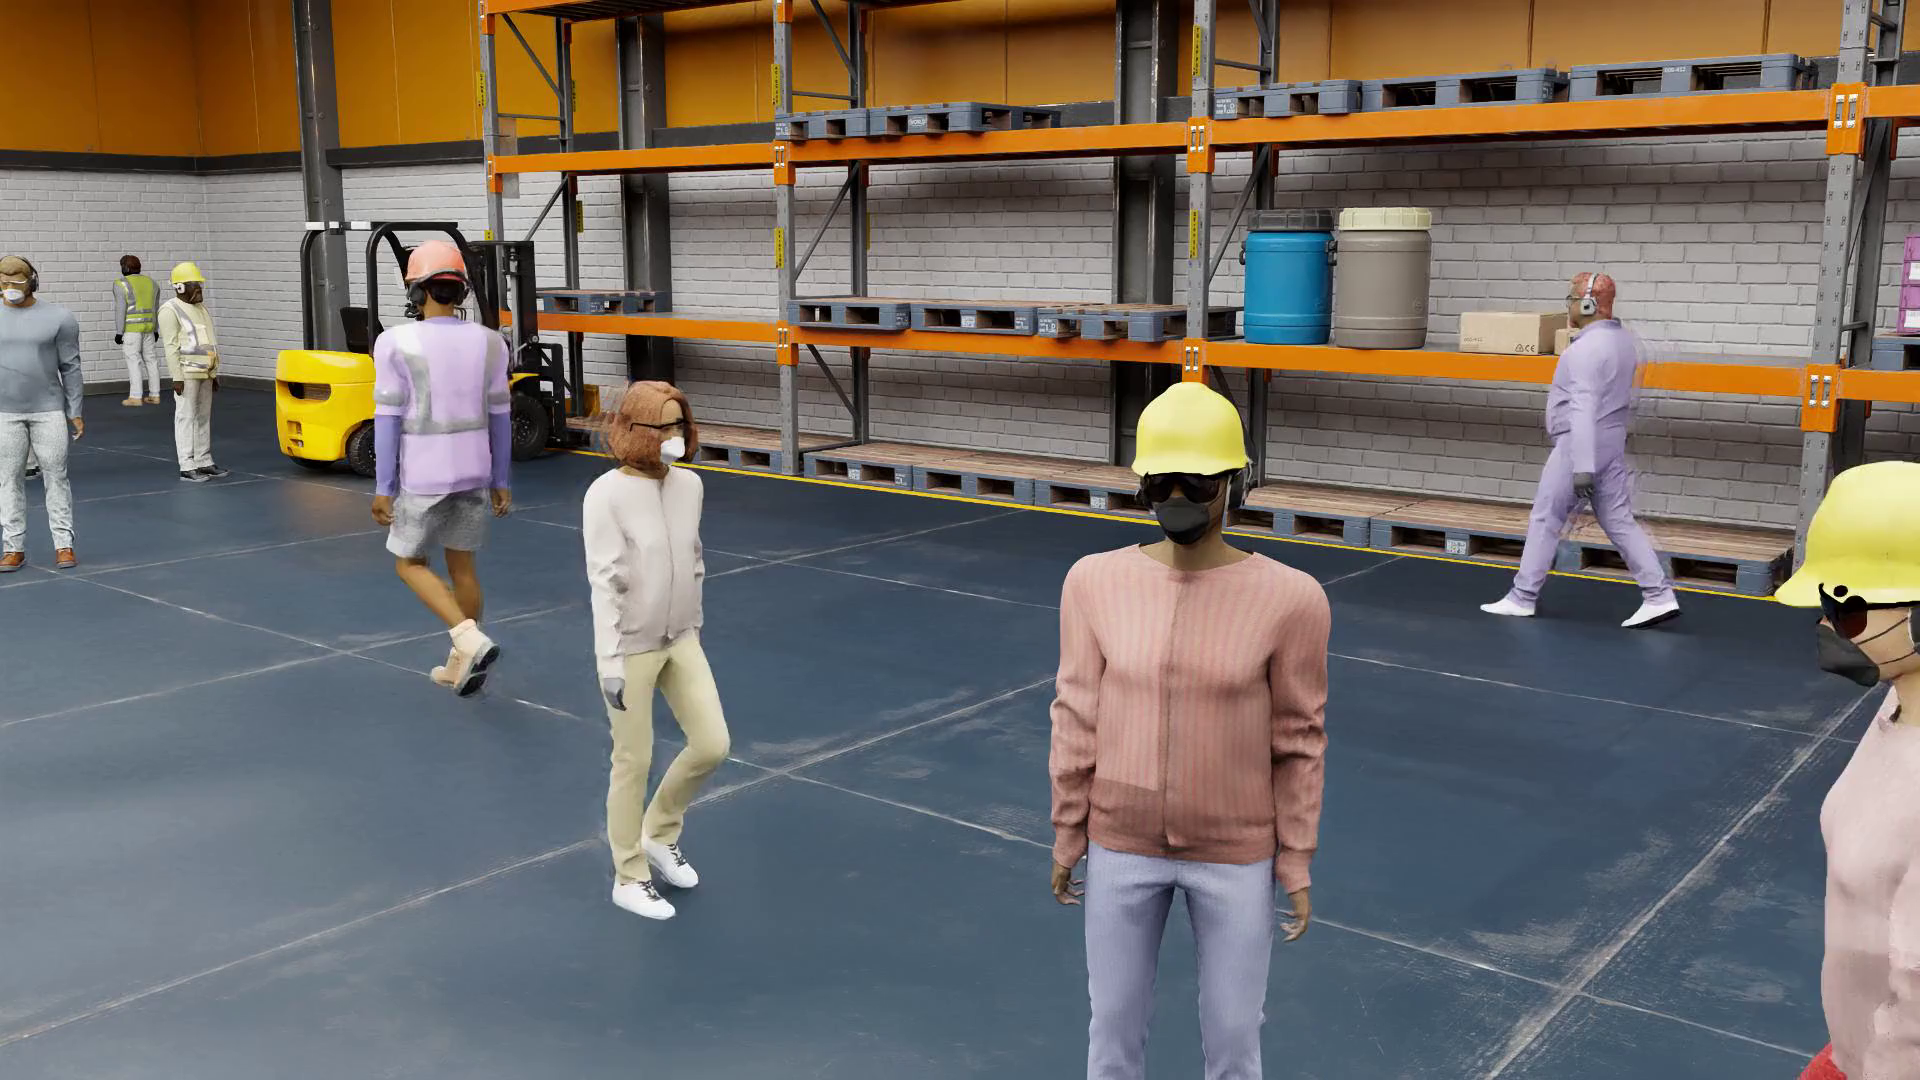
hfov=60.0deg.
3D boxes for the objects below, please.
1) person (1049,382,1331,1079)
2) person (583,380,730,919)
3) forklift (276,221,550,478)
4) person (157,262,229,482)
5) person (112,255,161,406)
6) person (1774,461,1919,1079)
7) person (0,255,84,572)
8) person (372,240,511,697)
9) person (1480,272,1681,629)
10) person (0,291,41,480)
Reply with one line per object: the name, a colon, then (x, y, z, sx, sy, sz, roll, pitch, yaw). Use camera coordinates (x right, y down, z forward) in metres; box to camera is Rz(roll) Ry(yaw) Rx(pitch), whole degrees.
person: (0.419, 0.585, 3.150, 0.522, 1.769, 0.312, 3, 11, 16)
person: (-0.907, 0.336, 4.951, 0.366, 1.621, 0.508, 7, 13, 36)
forklift: (-4.922, -1.741, 14.854, 1.214, 2.155, 2.313, 8, 13, 38)
person: (-6.466, -1.416, 14.045, 0.404, 1.837, 0.588, 1, 10, 6)
person: (-10.117, -2.570, 20.428, 0.429, 1.841, 0.633, 4, 11, 22)
person: (1.225, 0.755, 2.261, 0.578, 1.734, 0.543, 4, 11, 21)
person: (-5.718, -0.773, 10.216, 0.627, 1.934, 0.371, -4, 11, -22)
person: (-2.224, -0.282, 7.237, 0.610, 2.026, 0.637, 9, 14, 42)
person: (3.317, -0.457, 8.698, 1.008, 1.869, 0.650, 10, 14, 43)
person: (-8.030, -1.419, 14.102, 0.403, 1.826, 0.594, -3, 11, -16)
